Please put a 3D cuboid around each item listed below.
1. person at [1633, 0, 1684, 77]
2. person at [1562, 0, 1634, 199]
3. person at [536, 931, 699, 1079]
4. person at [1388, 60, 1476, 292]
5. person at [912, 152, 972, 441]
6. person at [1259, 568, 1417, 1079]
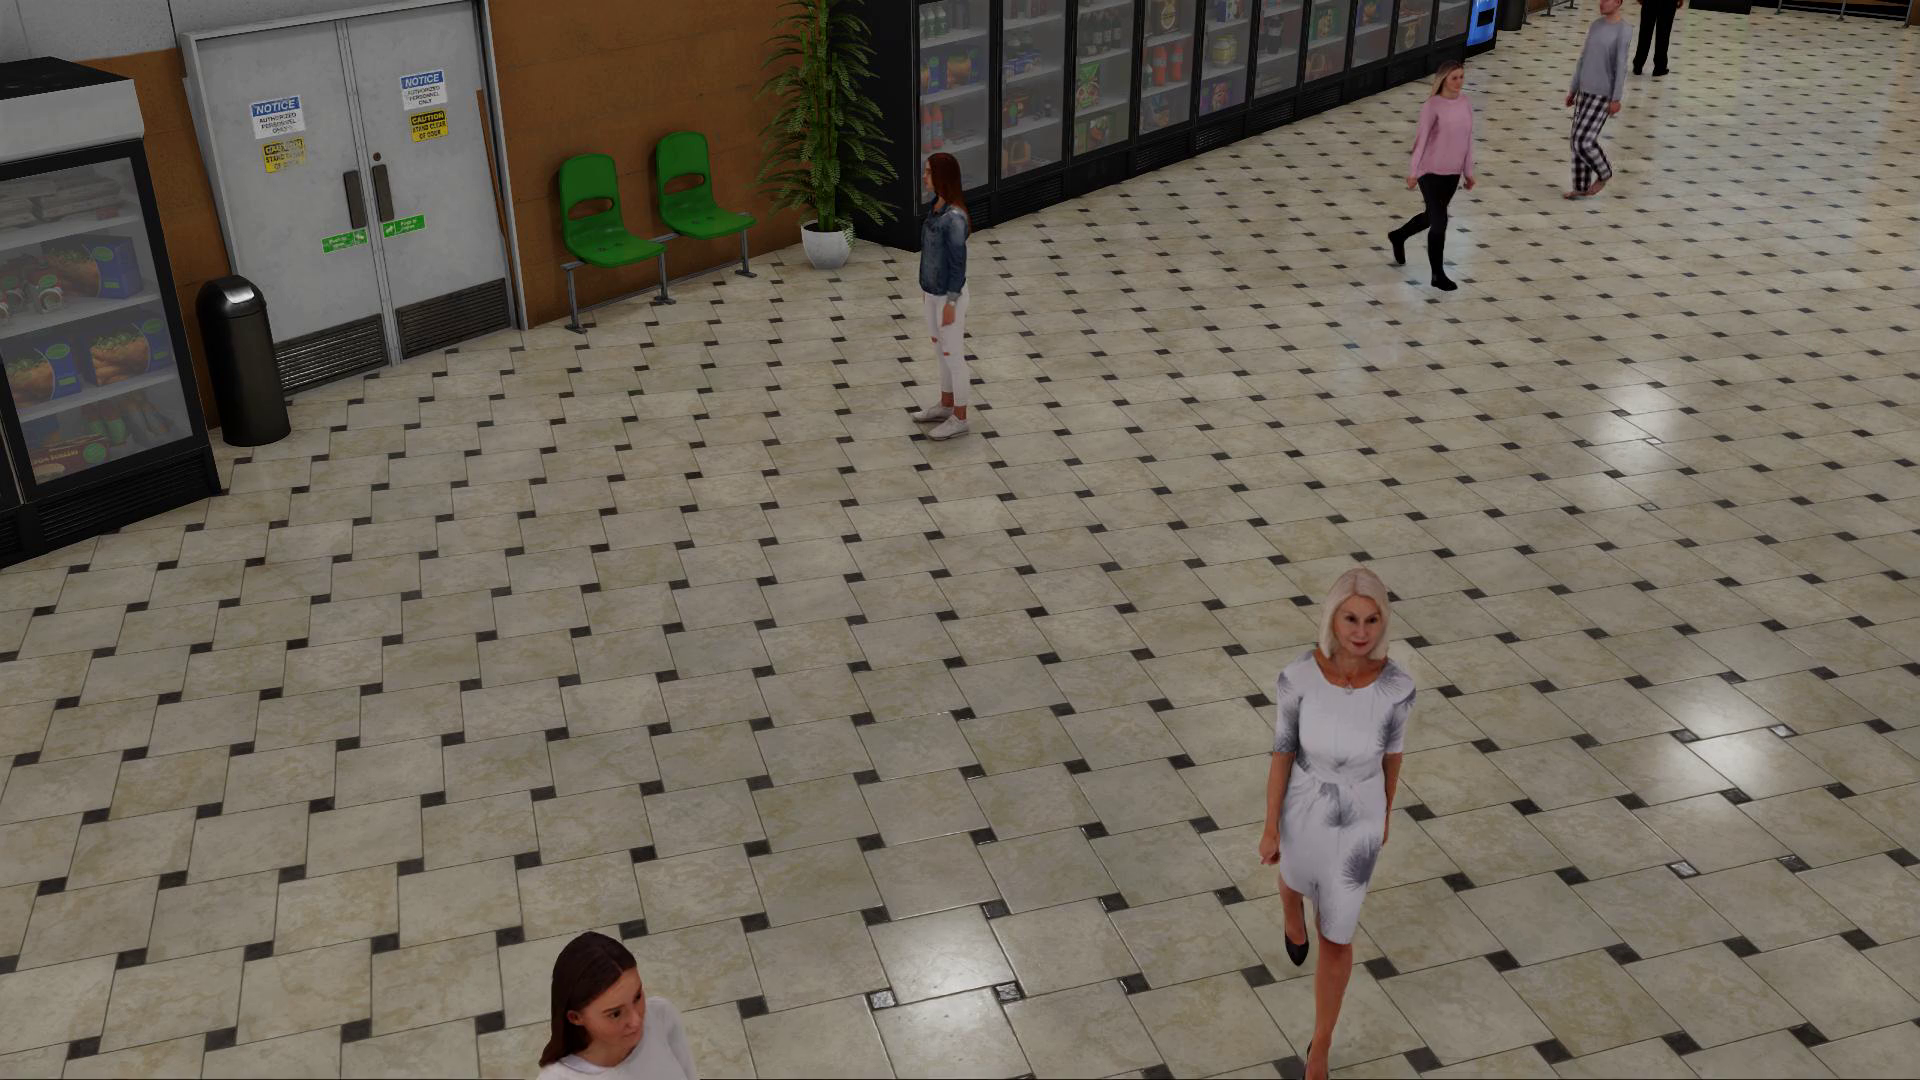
[{"bbox_3d":[8.188,-6.422,19.405,0.556,1.918,0.773,17,31,30],"label":"person"},{"bbox_3d":[5.619,-3.905,14.532,0.855,1.836,0.792,-9,28,-17],"label":"person"},{"bbox_3d":[-0.856,1.573,3.954,1.148,1.635,0.762,13,30,24],"label":"person"},{"bbox_3d":[3.530,-2.752,12.459,0.866,1.655,1.179,-14,30,-26],"label":"person"},{"bbox_3d":[-0.074,-1.445,9.829,0.754,1.702,0.633,-9,28,-17],"label":"person"},{"bbox_3d":[1.152,0.845,5.307,1.117,1.710,1.005,4,27,8],"label":"person"}]
